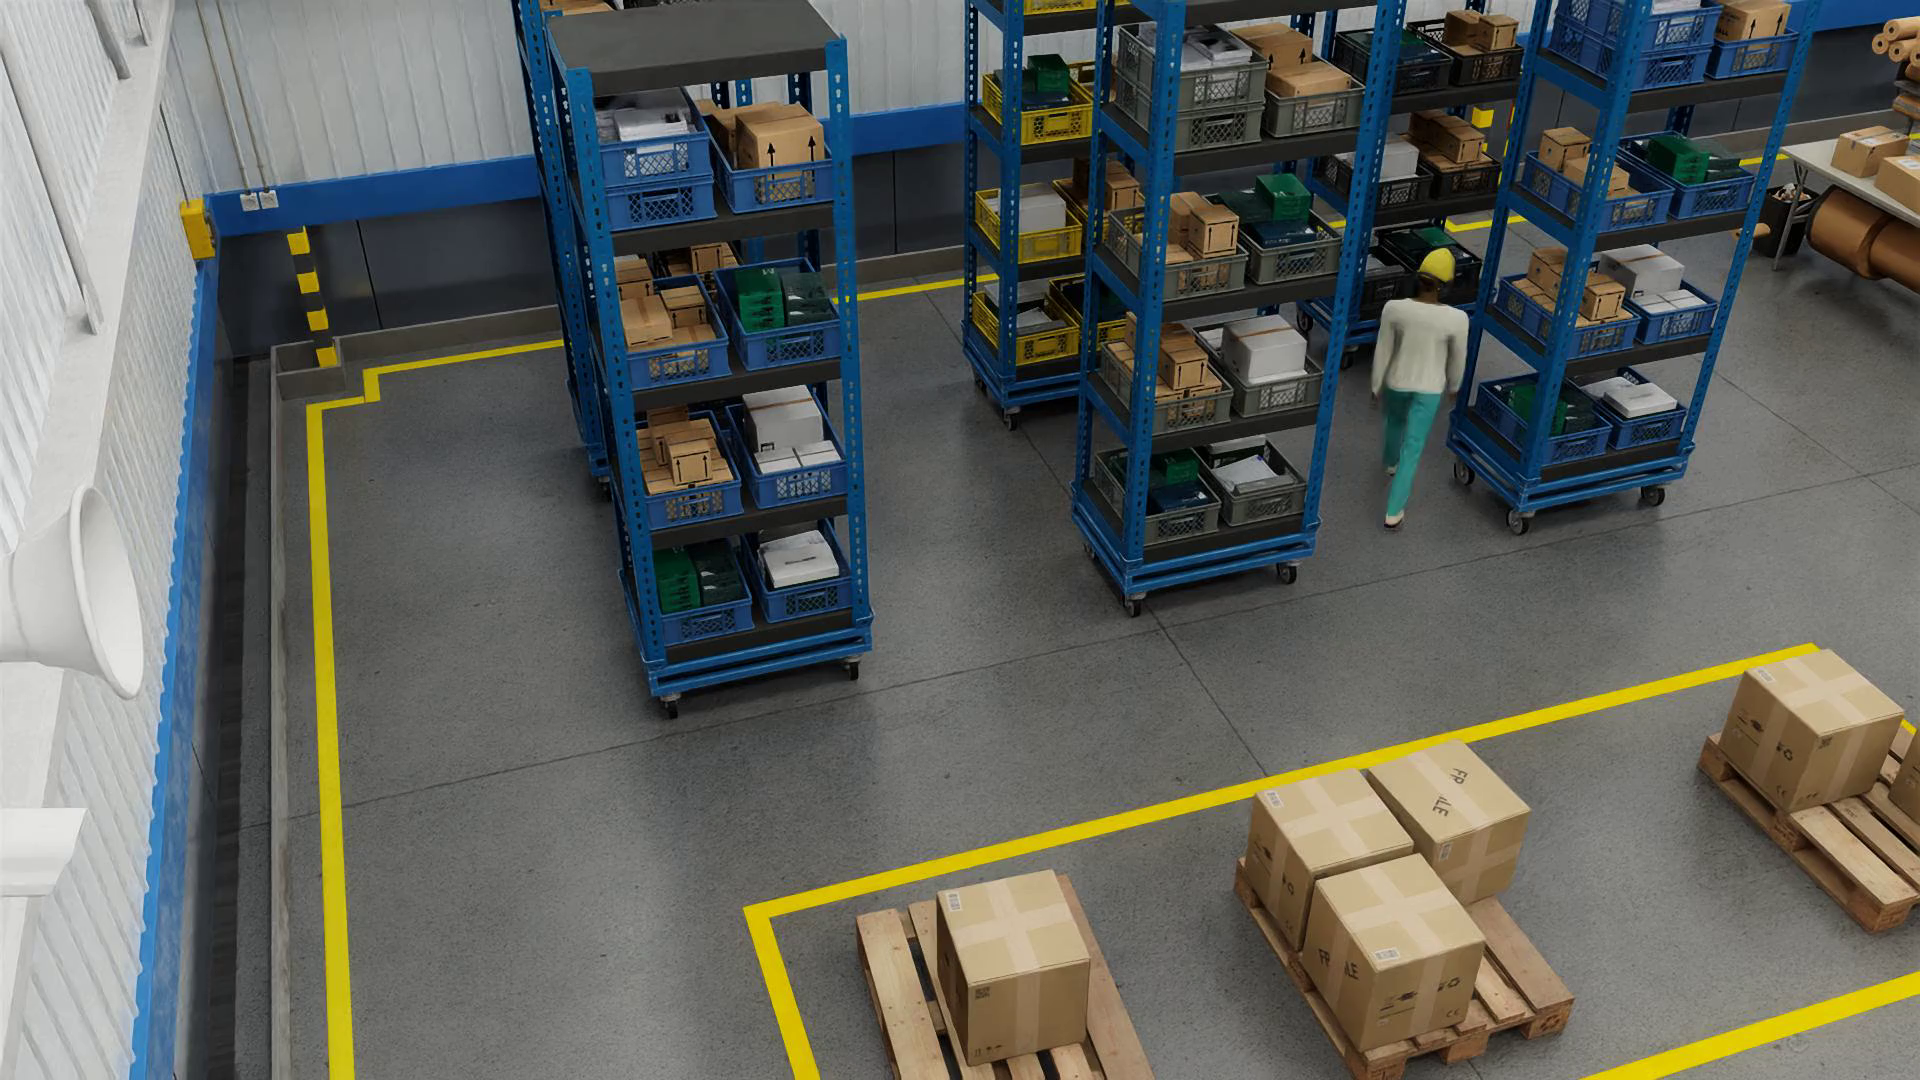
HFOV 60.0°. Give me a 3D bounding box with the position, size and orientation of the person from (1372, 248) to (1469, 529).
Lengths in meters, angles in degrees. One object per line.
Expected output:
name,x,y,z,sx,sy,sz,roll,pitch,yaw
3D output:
person,2.788,-0.967,10.171,0.523,1.710,0.901,17,38,22
